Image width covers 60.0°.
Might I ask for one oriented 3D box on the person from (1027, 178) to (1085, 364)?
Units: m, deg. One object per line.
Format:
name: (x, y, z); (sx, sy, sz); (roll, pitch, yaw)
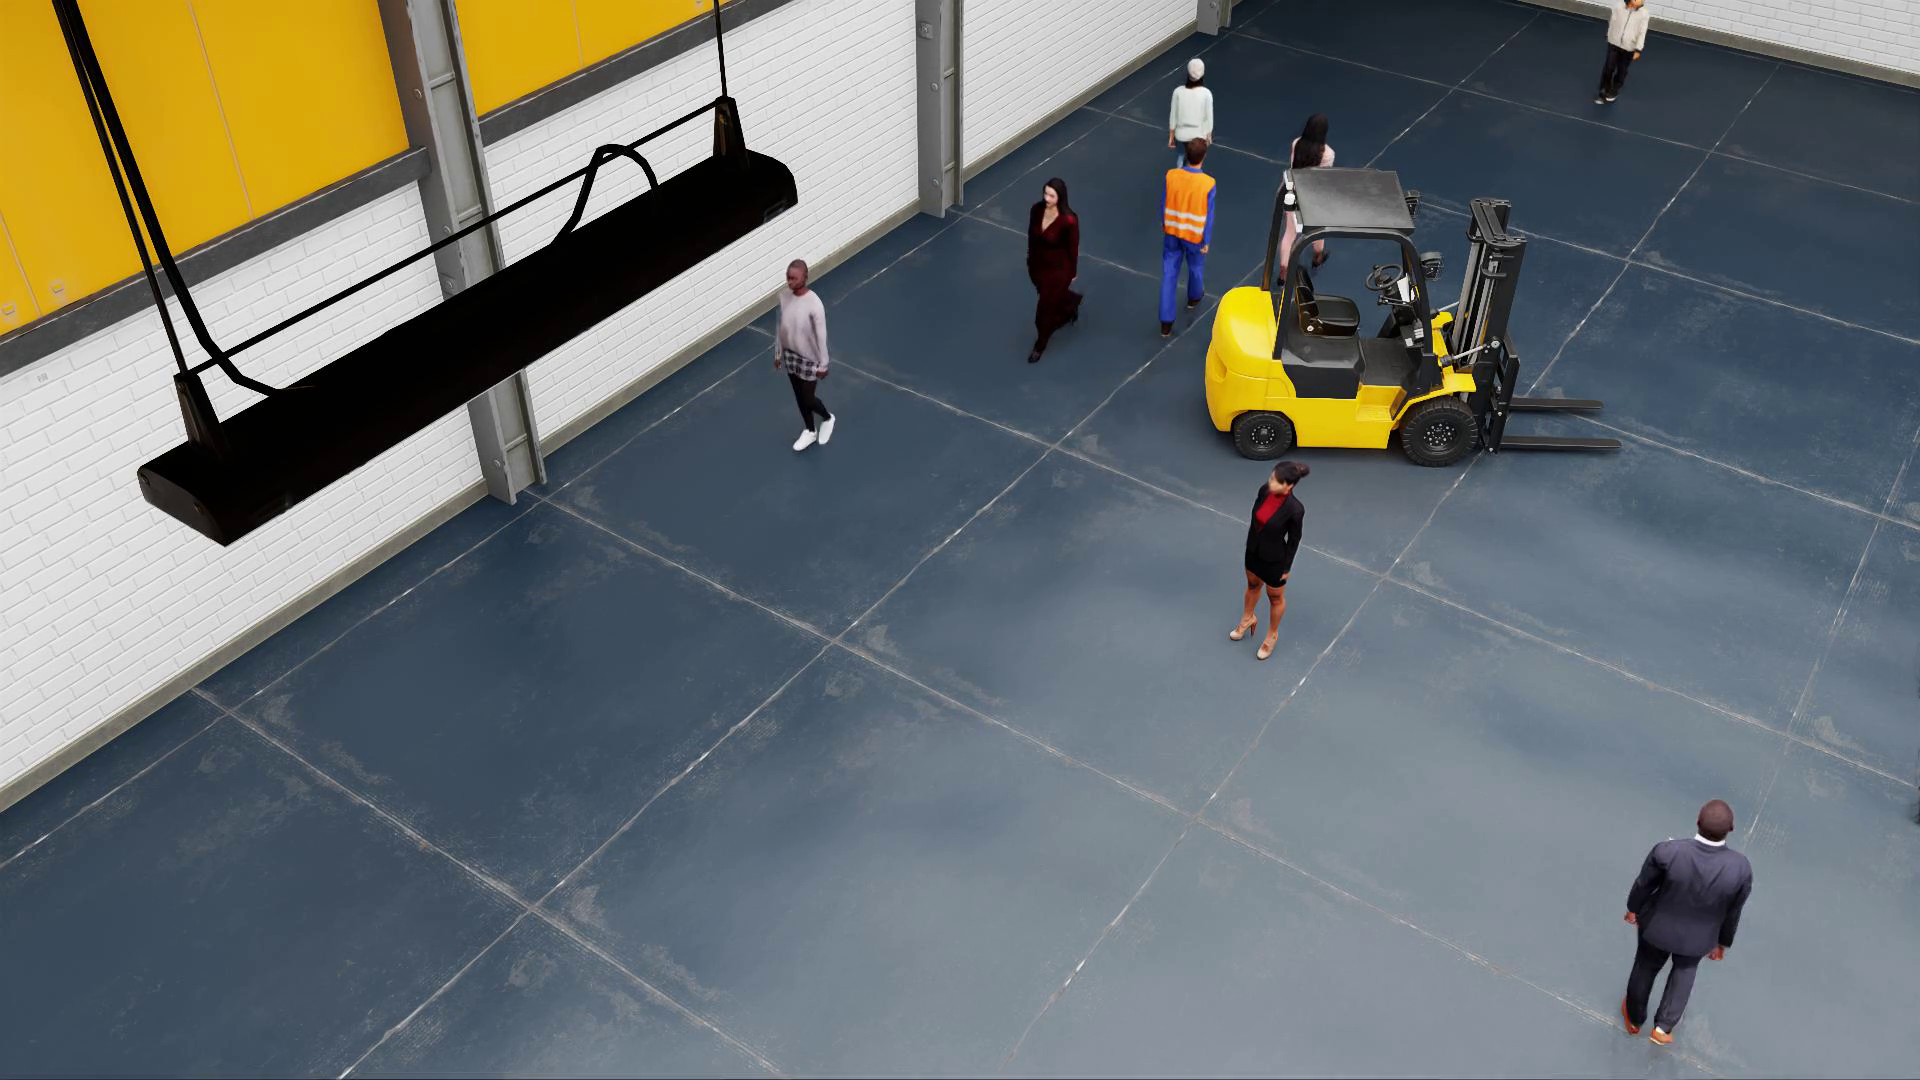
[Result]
person: (0.875, -2.452, 14.802); (0.743, 1.722, 1.113); (30, 48, 32)

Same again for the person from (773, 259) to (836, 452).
person: (-1.228, -1.549, 13.638); (0.638, 1.763, 0.651); (26, 45, 29)

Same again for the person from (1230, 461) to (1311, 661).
person: (2.155, 0.129, 11.639); (0.717, 1.636, 0.651); (-26, 45, -28)

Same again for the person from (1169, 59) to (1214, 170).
person: (2.325, -4.082, 16.913); (0.632, 1.634, 0.645); (13, 41, 16)

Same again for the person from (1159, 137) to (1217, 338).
person: (2.001, -2.693, 15.024); (0.882, 1.821, 1.177); (13, 40, 15)

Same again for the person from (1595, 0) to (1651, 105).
person: (7.645, -5.745, 19.166); (0.640, 1.422, 0.736); (24, 45, 27)

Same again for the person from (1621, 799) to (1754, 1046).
person: (3.876, 2.145, 8.972); (0.778, 1.813, 0.773); (15, 41, 18)

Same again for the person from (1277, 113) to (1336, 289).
person: (3.219, -3.178, 15.735); (0.618, 1.691, 0.974); (24, 44, 27)
